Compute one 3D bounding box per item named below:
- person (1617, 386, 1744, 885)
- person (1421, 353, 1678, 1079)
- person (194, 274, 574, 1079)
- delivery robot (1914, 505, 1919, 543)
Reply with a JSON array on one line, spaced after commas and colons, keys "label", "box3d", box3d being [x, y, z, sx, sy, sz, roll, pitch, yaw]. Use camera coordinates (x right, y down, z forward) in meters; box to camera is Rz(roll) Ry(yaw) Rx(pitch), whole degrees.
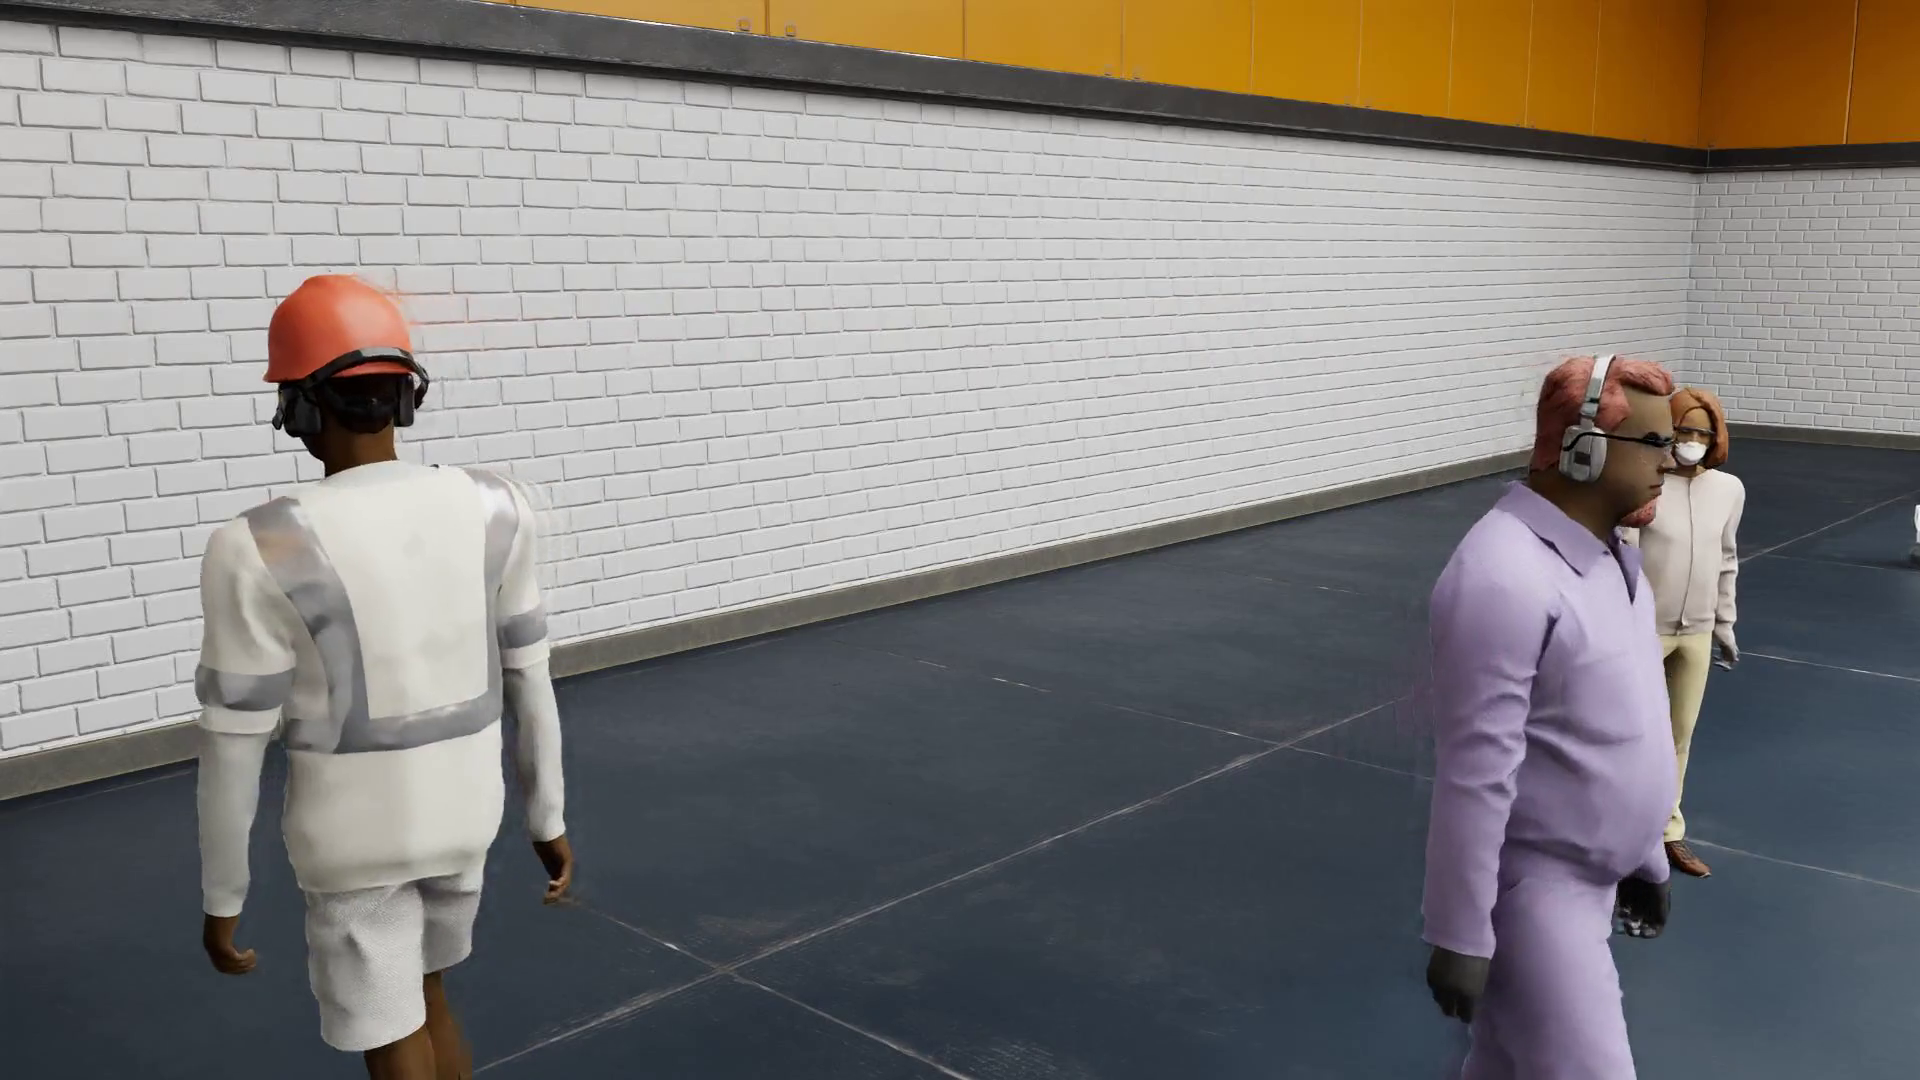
[{"label": "person", "box3d": [2.322, 0.313, 5.456, 0.498, 1.633, 0.283, -2, 10, -11]}, {"label": "person", "box3d": [1.157, 0.626, 2.925, 0.658, 1.889, 0.680, 7, 12, 34]}, {"label": "person", "box3d": [-1.119, 0.529, 3.113, 0.733, 2.020, 0.652, 8, 13, 40]}, {"label": "delivery robot", "box3d": [6.469, -0.089, 10.548, 0.477, 0.478, 0.707, -6, 12, -32]}]
